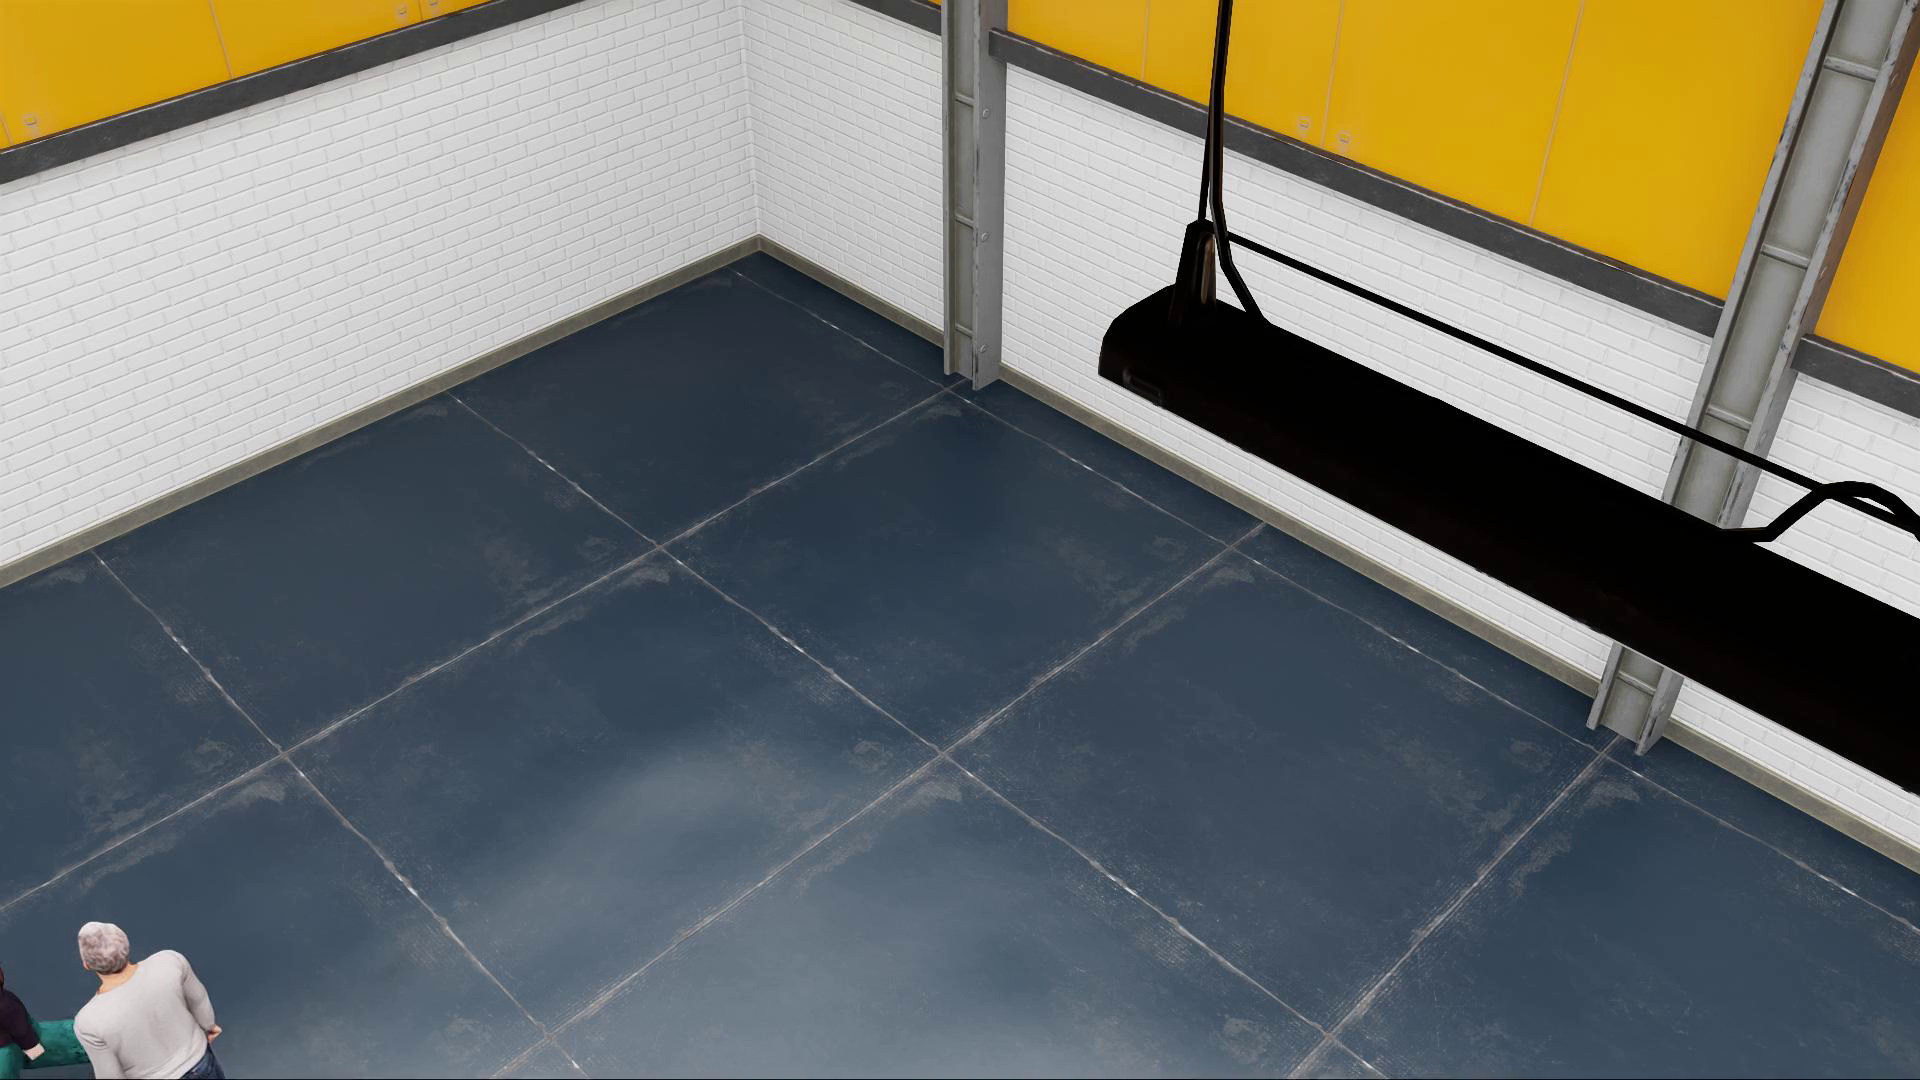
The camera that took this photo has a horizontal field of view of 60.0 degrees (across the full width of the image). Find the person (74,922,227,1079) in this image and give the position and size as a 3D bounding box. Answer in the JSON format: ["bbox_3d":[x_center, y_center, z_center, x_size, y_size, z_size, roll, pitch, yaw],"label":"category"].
[{"bbox_3d":[-3.722,2.466,7.798,0.692,1.909,0.785,23,44,26],"label":"person"}]
